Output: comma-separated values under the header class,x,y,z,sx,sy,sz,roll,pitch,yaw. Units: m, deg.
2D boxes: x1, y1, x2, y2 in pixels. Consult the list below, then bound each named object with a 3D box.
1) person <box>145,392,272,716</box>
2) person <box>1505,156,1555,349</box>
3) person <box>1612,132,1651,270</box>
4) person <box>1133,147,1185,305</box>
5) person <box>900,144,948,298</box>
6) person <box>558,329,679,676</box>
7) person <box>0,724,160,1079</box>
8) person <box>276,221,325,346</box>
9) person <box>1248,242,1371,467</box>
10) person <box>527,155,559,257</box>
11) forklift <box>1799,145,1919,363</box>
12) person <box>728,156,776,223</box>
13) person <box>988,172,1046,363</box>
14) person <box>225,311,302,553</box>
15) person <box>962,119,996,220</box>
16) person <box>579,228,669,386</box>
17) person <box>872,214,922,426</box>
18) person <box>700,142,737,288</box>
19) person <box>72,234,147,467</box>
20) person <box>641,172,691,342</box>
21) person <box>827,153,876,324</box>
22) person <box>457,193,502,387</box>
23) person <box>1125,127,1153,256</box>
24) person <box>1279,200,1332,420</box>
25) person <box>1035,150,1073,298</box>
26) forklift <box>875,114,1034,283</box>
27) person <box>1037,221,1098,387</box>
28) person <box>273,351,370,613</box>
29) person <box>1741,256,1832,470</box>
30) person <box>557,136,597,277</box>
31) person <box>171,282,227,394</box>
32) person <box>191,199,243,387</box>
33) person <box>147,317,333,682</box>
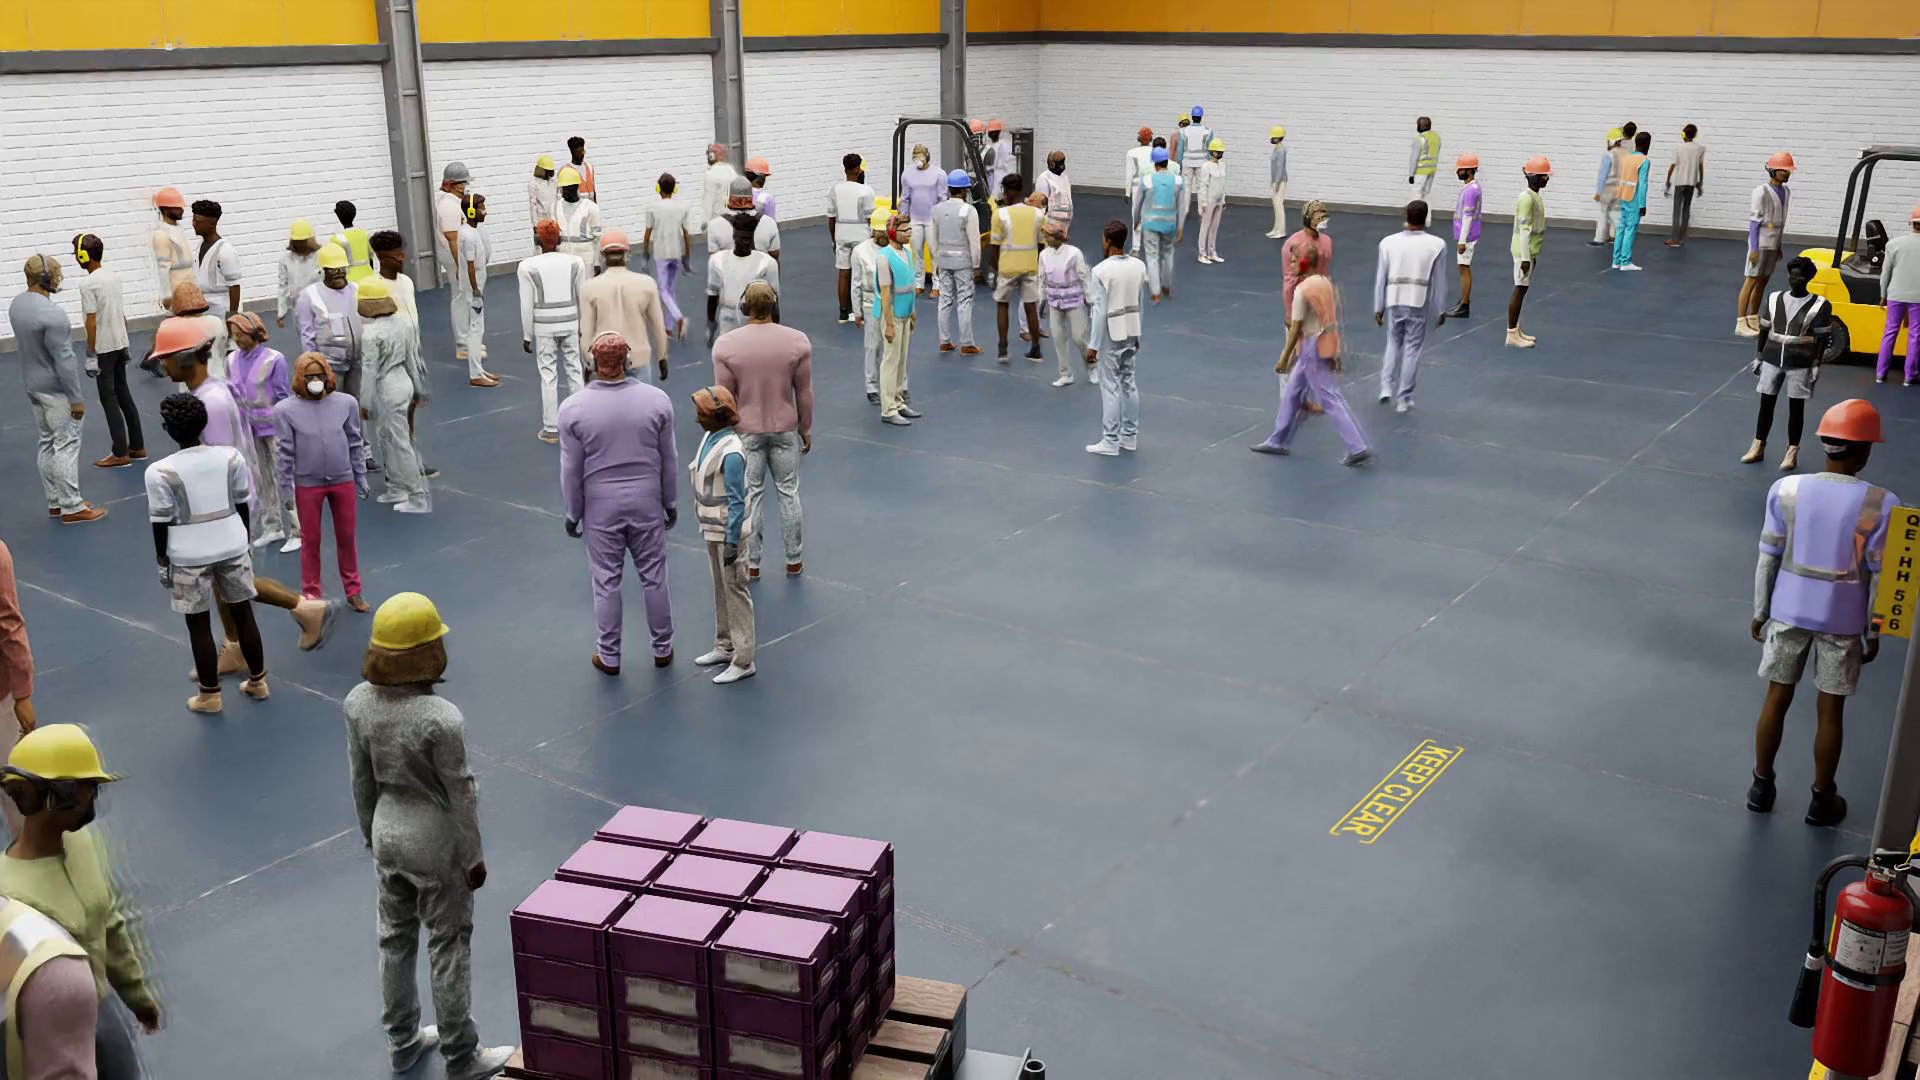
class,x,y,z,sx,sy,sz,roll,pitch,yaw
person,-3.899,0.071,8.610,0.321,1.693,0.539,14,23,38
person,6.147,-3.113,17.984,0.364,2.048,0.608,7,19,21
person,9.424,-4.748,23.324,0.397,1.911,0.587,-2,18,-7
person,2.451,-3.926,20.755,0.616,1.900,0.808,-2,18,-7
person,-0.458,-4.038,21.075,0.640,1.928,0.382,6,19,19
person,-1.855,-0.200,9.097,0.636,1.911,0.406,-7,19,-20
person,-2.458,1.349,4.556,0.330,1.727,0.568,1,18,2
person,-6.013,-2.088,15.347,0.497,1.695,0.880,0,18,0
person,2.880,-1.482,13.334,1.025,1.788,0.558,9,20,25
person,-5.367,-4.126,21.656,0.311,1.736,0.484,13,22,35
forklift,9.803,-2.879,17.013,2.313,2.155,1.214,12,21,33
person,-2.213,-3.144,18.114,0.613,2.029,0.409,11,21,30
person,0.598,-2.802,17.172,0.618,1.949,0.412,-7,19,-20
person,-4.683,-0.731,11.210,0.525,1.631,0.313,7,19,21
person,0.236,-5.032,24.007,0.385,2.035,0.605,-16,24,-40
person,-2.545,-1.376,12.689,0.669,1.965,0.704,-5,19,-16
person,-0.568,-1.947,14.661,0.390,1.846,0.565,5,18,16
person,-3.167,-4.205,21.653,0.436,1.895,0.648,5,18,16
person,-6.824,-1.509,13.283,0.341,1.857,0.524,1,18,3
person,-3.194,-3.095,18.269,0.533,1.839,0.754,-12,21,-32
person,-1.232,-3.487,19.283,0.606,1.966,0.365,6,19,17
person,-4.677,-2.411,16.098,0.325,1.861,0.512,-6,19,-17
person,2.724,-5.143,24.598,0.572,1.883,0.355,-2,18,-5
person,3.098,-2.055,14.850,0.630,1.940,0.373,-17,24,-42
person,1.210,-3.996,21.077,0.429,1.843,0.632,11,21,31
forklift,-0.171,-4.594,22.377,2.313,2.155,1.214,1,18,3
person,1.043,-2.282,16.083,0.564,1.608,0.566,13,22,35
person,-3.793,-0.325,9.934,0.507,1.631,0.267,-12,21,-32
person,6.574,-1.405,13.207,0.316,1.696,0.542,-16,24,-41
person,-5.016,-4.335,21.961,0.365,1.960,0.608,11,21,31
person,-5.618,-1.104,12.369,0.285,1.631,0.501,5,18,15
person,-6.539,-2.020,14.693,0.607,1.966,0.367,15,23,39
person,-3.894,-0.218,8.999,0.693,2.015,0.612,-9,20,-26
